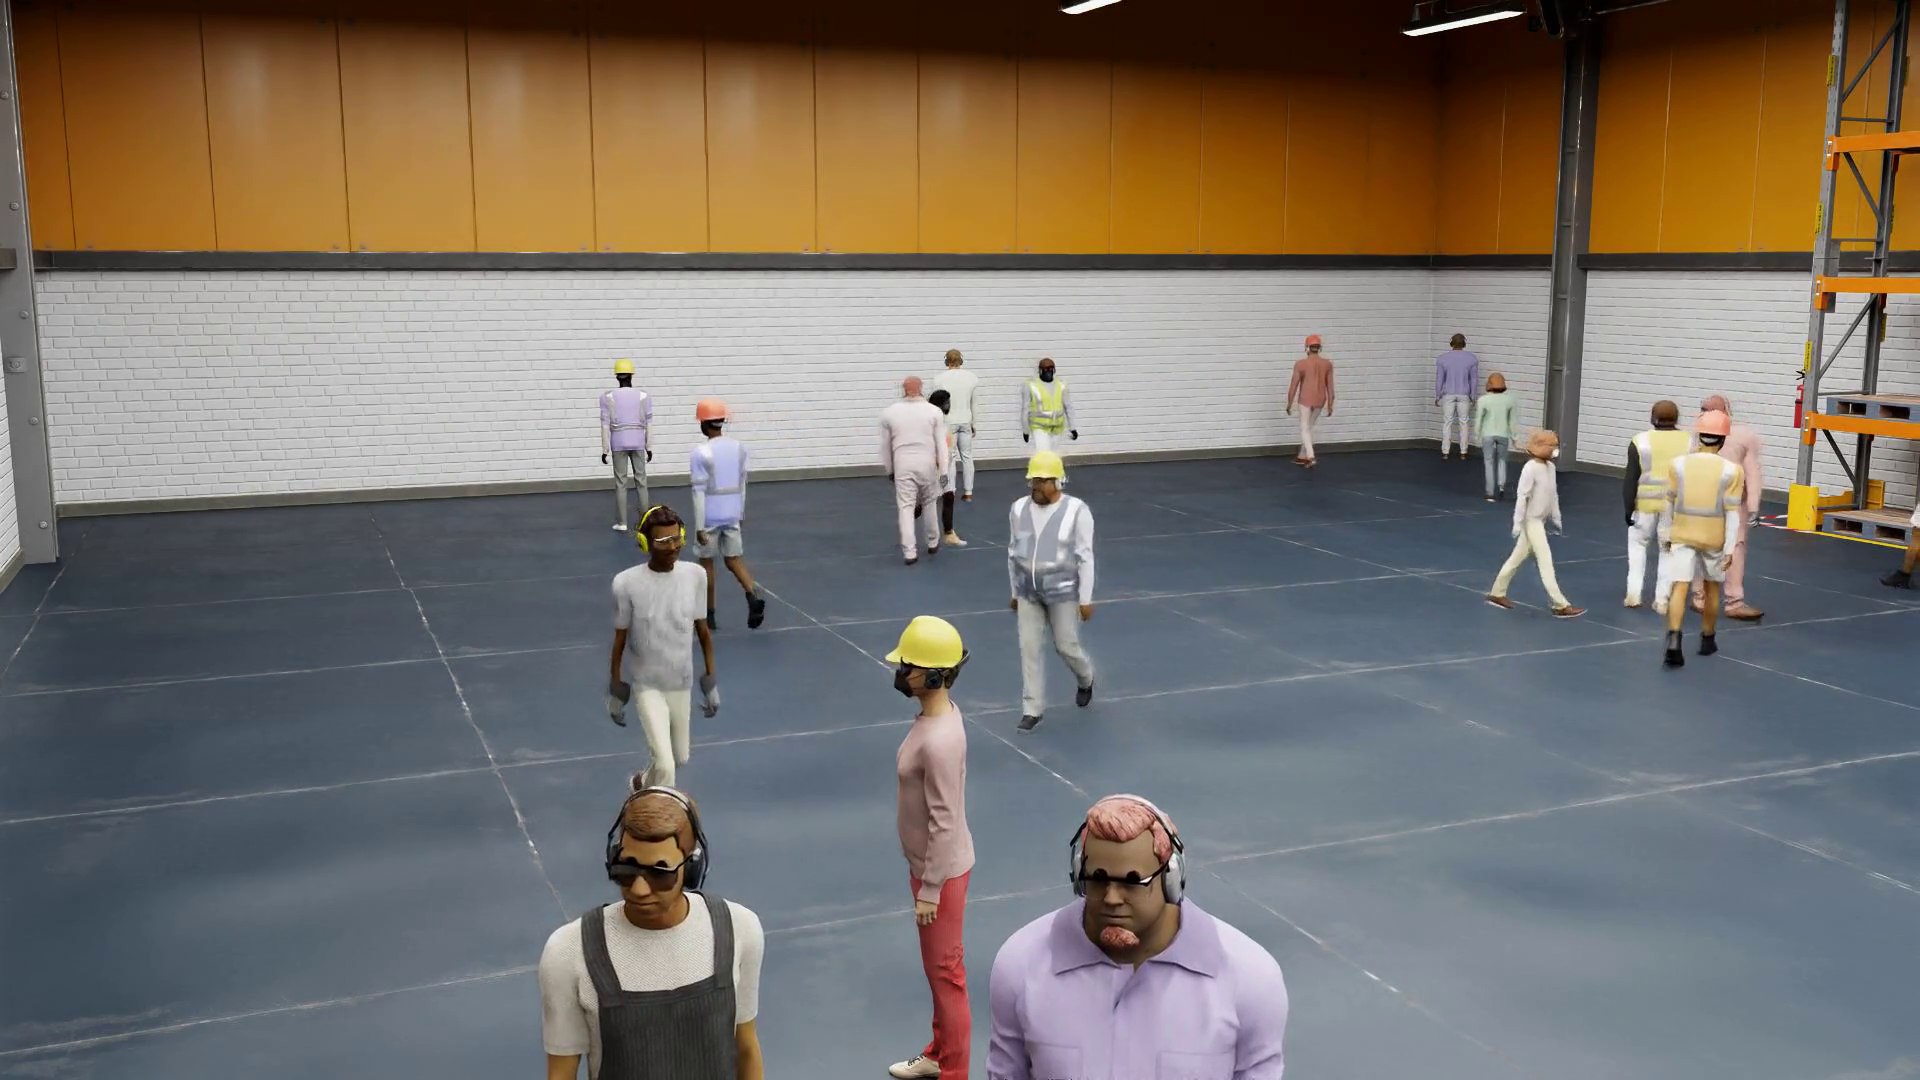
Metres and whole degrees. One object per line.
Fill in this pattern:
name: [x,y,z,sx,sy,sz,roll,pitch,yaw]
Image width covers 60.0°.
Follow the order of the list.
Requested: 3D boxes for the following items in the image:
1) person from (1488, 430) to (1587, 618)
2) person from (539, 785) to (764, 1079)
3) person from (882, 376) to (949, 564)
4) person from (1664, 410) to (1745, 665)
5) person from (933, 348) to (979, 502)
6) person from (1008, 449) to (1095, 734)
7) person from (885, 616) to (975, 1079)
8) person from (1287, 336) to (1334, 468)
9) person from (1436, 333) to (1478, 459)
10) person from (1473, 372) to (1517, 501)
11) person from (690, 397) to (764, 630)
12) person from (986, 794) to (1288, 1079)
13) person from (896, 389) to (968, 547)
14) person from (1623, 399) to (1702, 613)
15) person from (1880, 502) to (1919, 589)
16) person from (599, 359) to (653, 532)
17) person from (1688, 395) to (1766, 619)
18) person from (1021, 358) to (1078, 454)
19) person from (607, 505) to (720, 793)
person: [4.910,-0.147,14.110,0.887,1.581,0.502,8,12,39]
person: [-0.673,1.433,3.754,0.516,1.841,0.326,-4,10,-24]
person: [-0.432,-0.727,16.790,0.674,1.855,0.978,1,9,6]
person: [5.510,-0.018,12.398,0.546,1.904,0.928,6,11,32]
person: [-0.059,-1.422,20.787,0.627,1.935,0.371,-4,10,-24]
person: [0.607,0.303,10.702,0.605,1.816,0.720,5,11,28]
person: [-0.104,1.132,5.803,0.308,1.772,0.525,-1,9,-4]
person: [5.146,-2.037,24.534,0.658,1.935,0.820,-3,10,-16]
person: [7.588,-2.195,25.455,0.628,1.940,0.373,2,10,11]
person: [6.729,-1.298,20.947,0.530,1.619,0.341,0,9,0]
person: [-1.911,-0.192,13.379,0.553,1.922,0.724,-8,13,-41]
person: [0.352,1.452,3.491,0.647,1.901,0.401,2,10,15]
person: [-0.295,-0.749,17.471,0.691,1.671,0.532,3,10,20]
person: [5.991,-0.289,14.238,0.644,1.826,0.538,2,10,12]
person: [8.860,-0.425,14.915,0.559,1.891,1.007,-3,10,-16]
person: [-3.720,-1.051,18.572,0.587,1.922,0.383,-4,10,-21]
person: [6.489,-0.281,14.083,0.819,1.868,0.425,9,13,44]
person: [1.153,-1.368,20.855,0.637,1.802,0.913,-4,10,-23]
person: [-1.489,0.703,8.256,0.527,1.832,0.883,-6,11,-34]
